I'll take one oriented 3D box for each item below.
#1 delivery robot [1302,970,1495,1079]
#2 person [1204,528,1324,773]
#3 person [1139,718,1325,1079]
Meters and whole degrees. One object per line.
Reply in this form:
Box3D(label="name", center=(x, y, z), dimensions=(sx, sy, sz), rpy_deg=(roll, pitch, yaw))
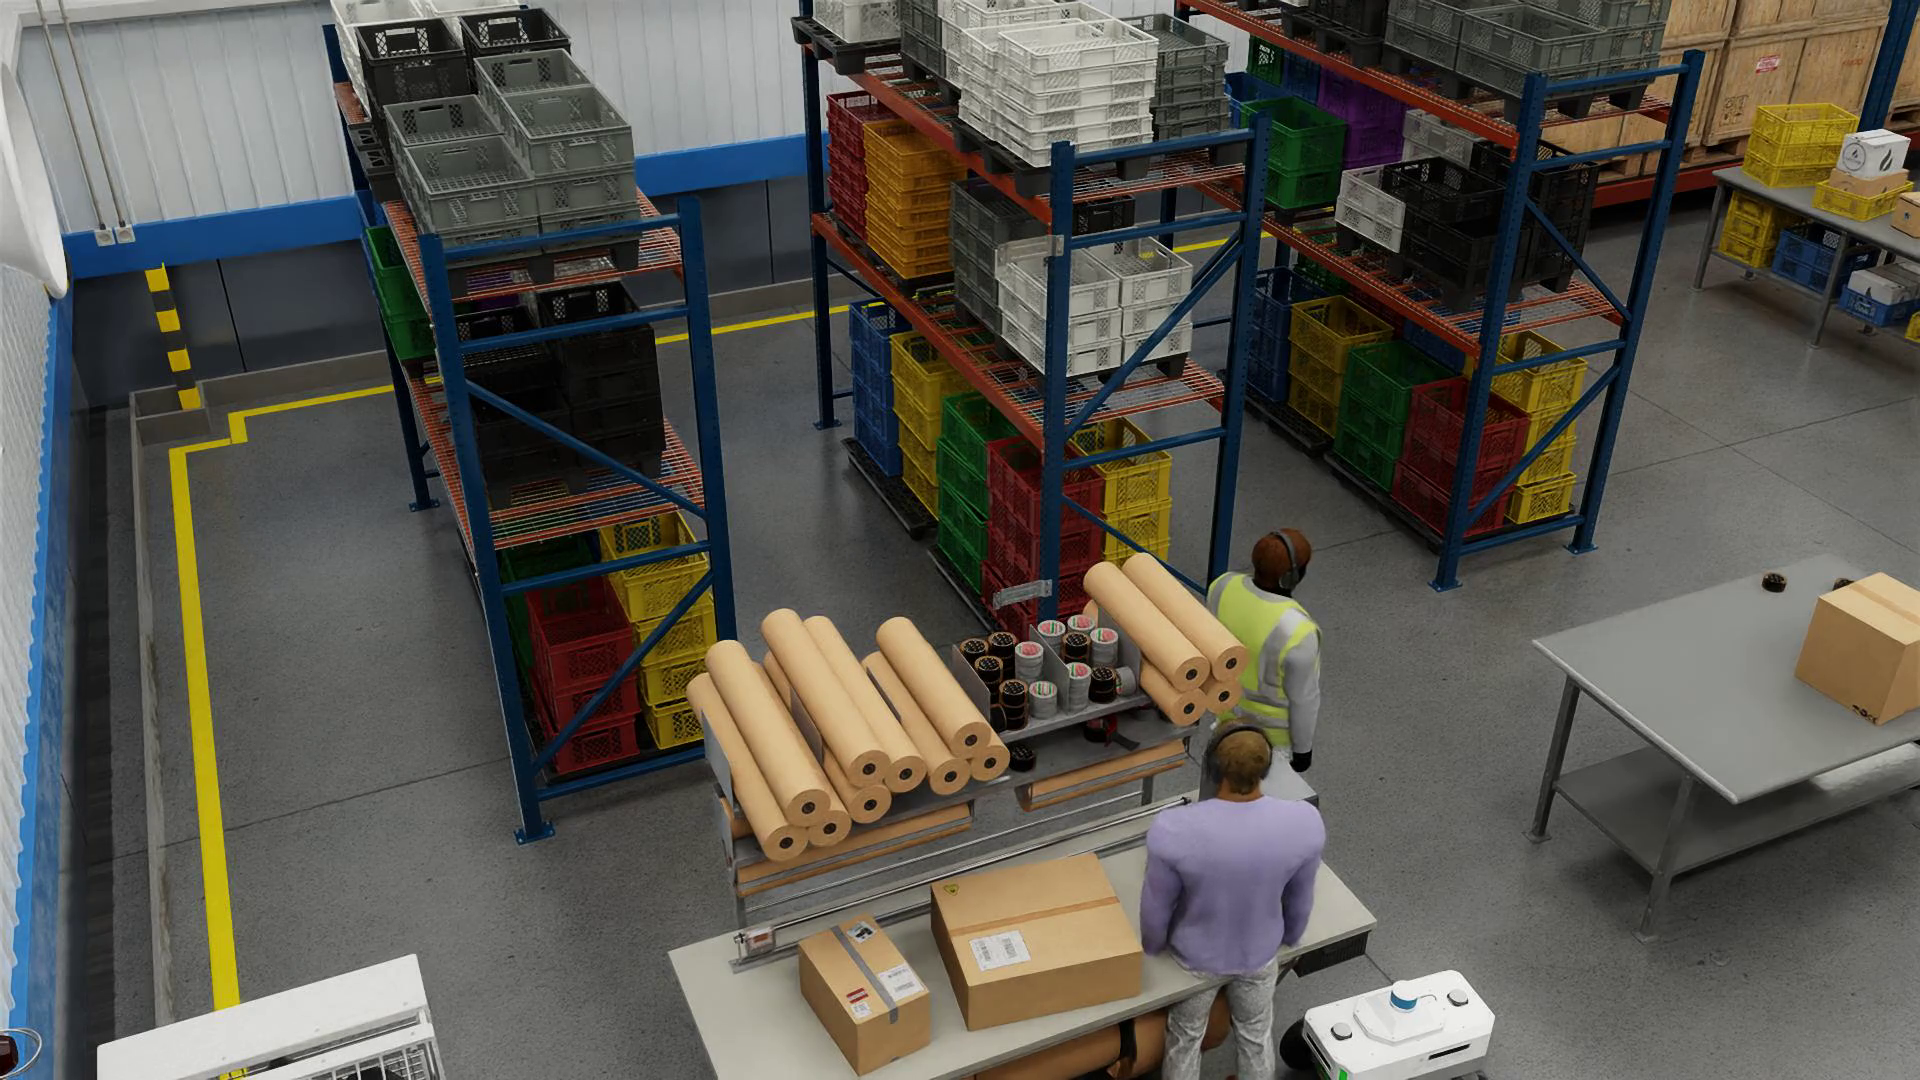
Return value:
Box3D(label="delivery robot", center=(1.702, 1.920, 6.471), dimensions=(0.707, 0.478, 0.477), rpy_deg=(-10, 33, -16))
Box3D(label="person", center=(1.314, 0.759, 7.224), dimensions=(0.430, 1.845, 0.619), rpy_deg=(-19, 36, -28))
Box3D(label="person", center=(0.947, 1.458, 6.008), dimensions=(0.628, 1.931, 0.368), rpy_deg=(-3, 32, -4))
